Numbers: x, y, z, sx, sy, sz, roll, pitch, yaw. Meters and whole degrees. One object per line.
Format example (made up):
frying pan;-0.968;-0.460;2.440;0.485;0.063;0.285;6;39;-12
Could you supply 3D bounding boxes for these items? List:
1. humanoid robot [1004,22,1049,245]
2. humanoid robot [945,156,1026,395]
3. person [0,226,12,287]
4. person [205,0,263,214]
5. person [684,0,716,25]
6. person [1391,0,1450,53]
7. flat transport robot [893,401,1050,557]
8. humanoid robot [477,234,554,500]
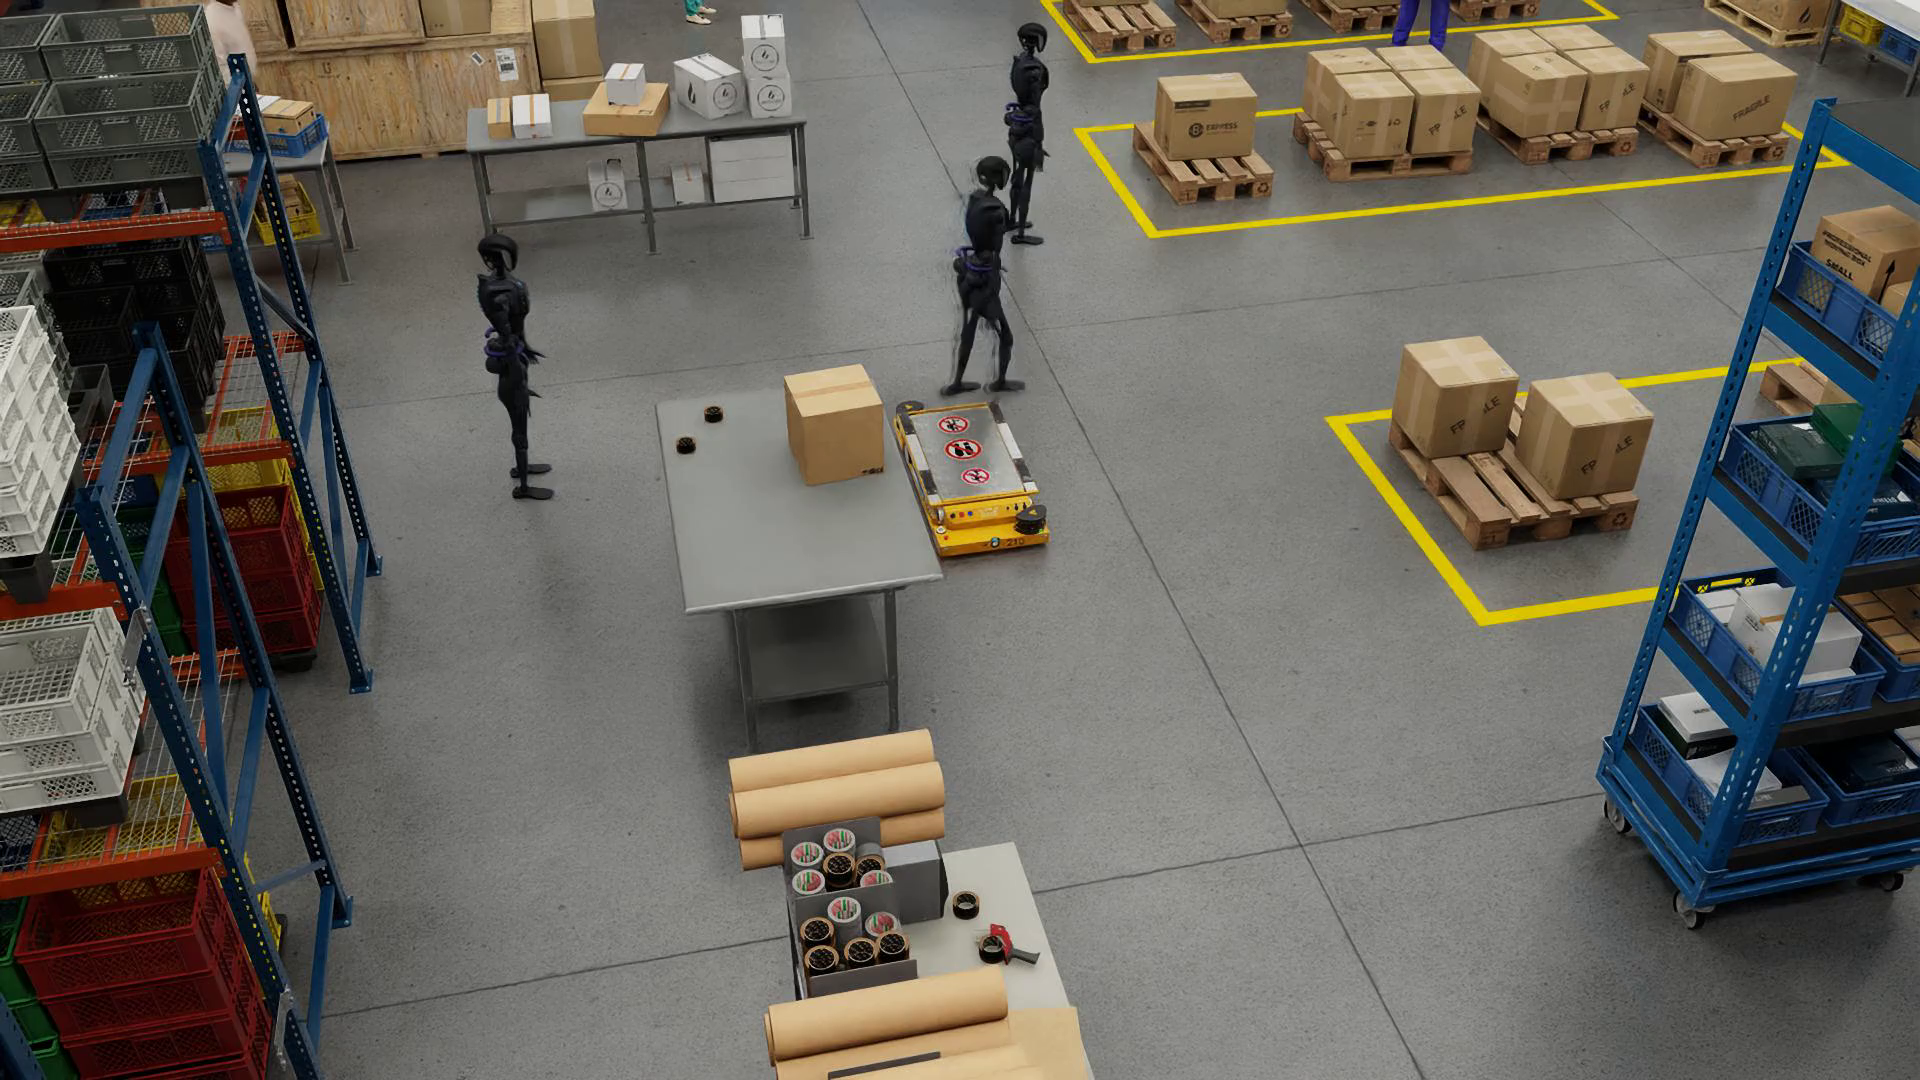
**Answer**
humanoid robot;0.507;-3.060;12.474;0.328;1.657;0.590;-7;37;-9
humanoid robot;0.183;-1.666;10.627;0.622;1.637;0.598;-13;39;-17
person;-5.996;-1.591;10.303;0.385;1.926;0.588;-7;37;-9
person;-5.522;-3.477;12.811;0.508;1.978;0.616;-4;37;-6
person;-2.631;-6.005;16.369;0.311;1.768;0.522;2;37;3
person;4.375;-5.409;15.340;0.677;2.000;0.537;15;39;19
flat transport robot;0.046;-0.430;10.108;0.652;0.197;1.431;-8;37;-10
humanoid robot;-2.602;-1.030;9.747;0.328;1.657;0.590;-7;37;-9
